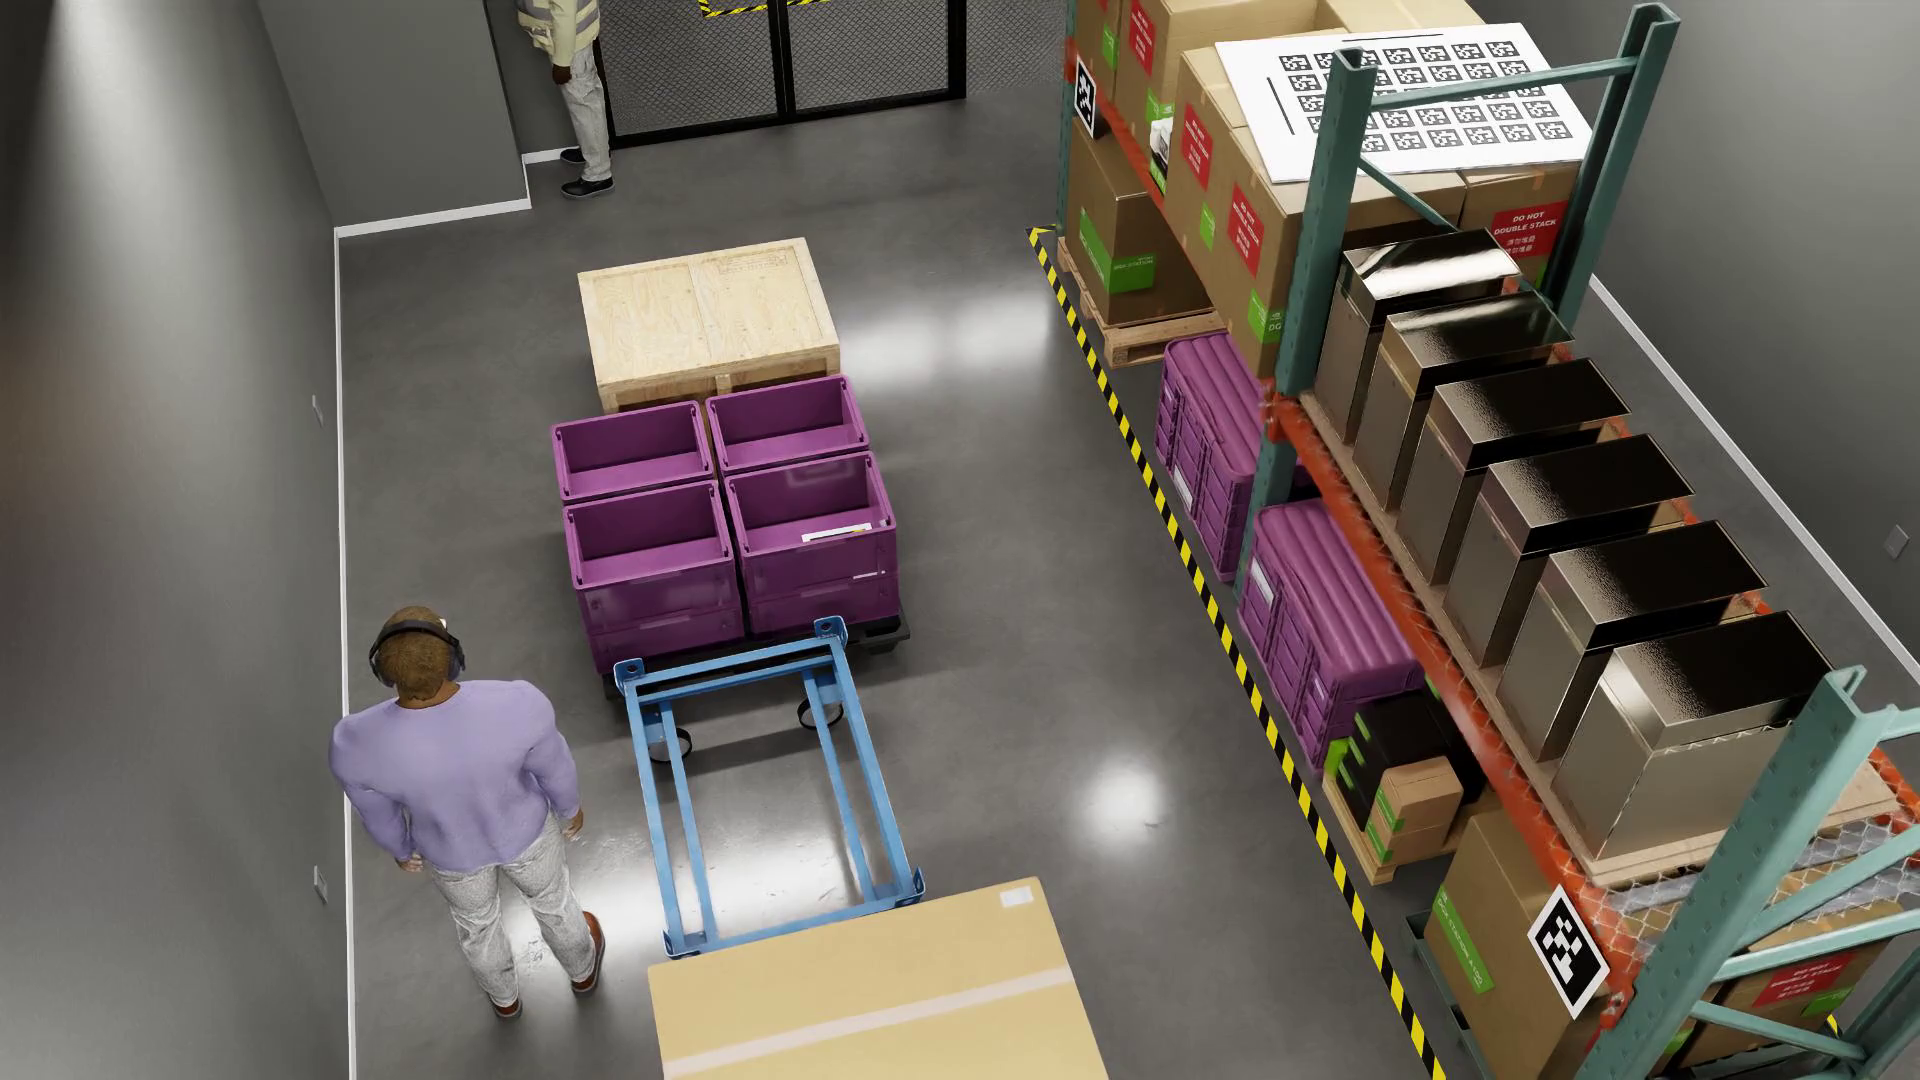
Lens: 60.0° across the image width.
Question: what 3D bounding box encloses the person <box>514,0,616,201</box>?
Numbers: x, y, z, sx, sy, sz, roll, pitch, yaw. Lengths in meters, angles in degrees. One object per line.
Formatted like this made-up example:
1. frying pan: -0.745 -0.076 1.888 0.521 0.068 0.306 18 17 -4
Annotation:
1. person: -1.991 -2.564 8.312 0.404 1.833 0.587 -6 48 -5

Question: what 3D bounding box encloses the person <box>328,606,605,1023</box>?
1. person: -1.459 0.874 5.084 0.632 1.940 0.372 -13 49 -12
